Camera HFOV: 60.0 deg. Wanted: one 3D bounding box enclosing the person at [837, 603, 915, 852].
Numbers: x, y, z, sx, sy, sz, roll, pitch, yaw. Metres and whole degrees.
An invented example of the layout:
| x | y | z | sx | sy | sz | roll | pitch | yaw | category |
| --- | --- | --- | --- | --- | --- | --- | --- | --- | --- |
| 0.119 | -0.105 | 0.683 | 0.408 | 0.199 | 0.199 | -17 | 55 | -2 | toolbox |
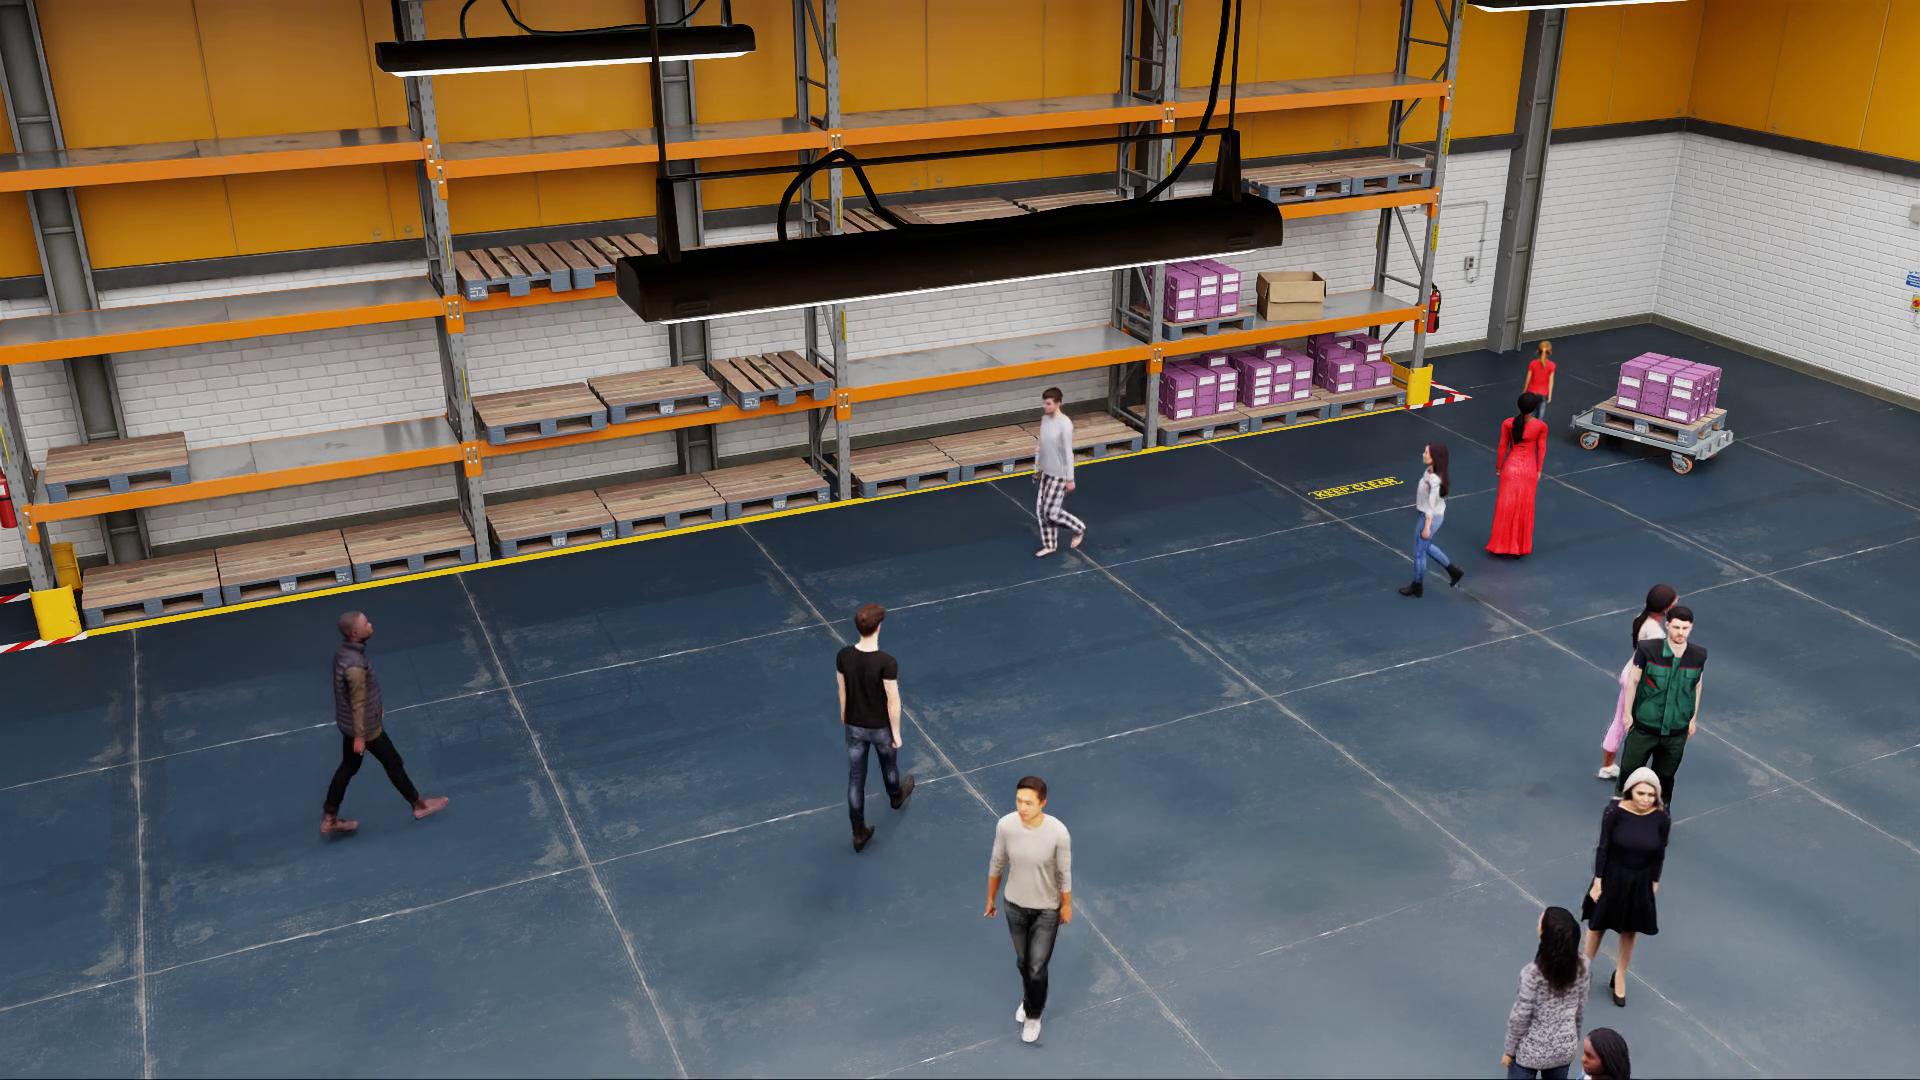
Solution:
| x | y | z | sx | sy | sz | roll | pitch | yaw | category |
| --- | --- | --- | --- | --- | --- | --- | --- | --- | --- |
| -0.699 | 1.406 | 12.145 | 1.145 | 1.864 | 1.191 | 7 | 25 | 16 | person |

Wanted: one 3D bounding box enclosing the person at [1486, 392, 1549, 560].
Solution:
| x | y | z | sx | sy | sz | roll | pitch | yaw | category |
| --- | --- | --- | --- | --- | --- | --- | --- | --- | --- |
| 5.696 | -0.661 | 16.973 | 0.724 | 1.783 | 0.788 | 8 | 25 | 17 | person |

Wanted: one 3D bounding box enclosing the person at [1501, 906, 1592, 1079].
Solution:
| x | y | z | sx | sy | sz | roll | pitch | yaw | category |
| --- | --- | --- | --- | --- | --- | --- | --- | --- | --- |
| 3.217 | 2.781 | 9.167 | 0.509 | 1.730 | 0.699 | -7 | 25 | -15 | person |

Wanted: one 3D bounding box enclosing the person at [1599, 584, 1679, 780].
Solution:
| x | y | z | sx | sy | sz | roll | pitch | yaw | category |
| --- | --- | --- | --- | --- | --- | --- | --- | --- | --- |
| 5.200 | 1.133 | 12.937 | 0.771 | 1.729 | 0.734 | 1 | 24 | 3 | person |

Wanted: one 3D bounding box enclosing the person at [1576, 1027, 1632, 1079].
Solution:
| x | y | z | sx | sy | sz | roll | pitch | yaw | category |
| --- | --- | --- | --- | --- | --- | --- | --- | --- | --- |
| 3.261 | 3.178 | 8.328 | 1.225 | 1.675 | 0.939 | -3 | 24 | -6 | person |

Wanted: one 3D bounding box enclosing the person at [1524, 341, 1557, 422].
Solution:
| x | y | z | sx | sy | sz | roll | pitch | yaw | category |
| --- | --- | --- | --- | --- | --- | --- | --- | --- | --- |
| 6.967 | -1.744 | 20.069 | 0.840 | 1.289 | 0.915 | 9 | 25 | 19 | person |

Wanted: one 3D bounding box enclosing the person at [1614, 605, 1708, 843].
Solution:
| x | y | z | sx | sy | sz | roll | pitch | yaw | category |
| --- | --- | --- | --- | --- | --- | --- | --- | --- | --- |
| 5.149 | 1.339 | 12.250 | 0.713 | 1.901 | 0.823 | 3 | 24 | 8 | person |

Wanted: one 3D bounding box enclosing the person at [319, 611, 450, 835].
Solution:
| x | y | z | sx | sy | sz | roll | pitch | yaw | category |
| --- | --- | --- | --- | --- | --- | --- | --- | --- | --- |
| -4.495 | 1.396 | 12.263 | 1.179 | 1.788 | 0.750 | -12 | 26 | -26 | person |

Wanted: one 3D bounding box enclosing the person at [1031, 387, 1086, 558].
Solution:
| x | y | z | sx | sy | sz | roll | pitch | yaw | category |
| --- | --- | --- | --- | --- | --- | --- | --- | --- | --- |
| 1.052 | -0.700 | 17.003 | 0.781 | 1.831 | 0.692 | -12 | 26 | -26 | person |

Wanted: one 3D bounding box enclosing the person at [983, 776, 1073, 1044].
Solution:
| x | y | z | sx | sy | sz | roll | pitch | yaw | category |
| --- | --- | --- | --- | --- | --- | --- | --- | --- | --- |
| 0.483 | 2.213 | 10.382 | 0.832 | 1.797 | 0.887 | 10 | 26 | 22 | person |

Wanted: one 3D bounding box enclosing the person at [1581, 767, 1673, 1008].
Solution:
| x | y | z | sx | sy | sz | roll | pitch | yaw | category |
| --- | --- | --- | --- | --- | --- | --- | --- | --- | --- |
| 4.190 | 2.189 | 10.507 | 0.690 | 1.741 | 0.776 | 5 | 24 | 10 | person |

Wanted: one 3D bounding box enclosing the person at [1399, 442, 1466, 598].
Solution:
| x | y | z | sx | sy | sz | roll | pitch | yaw | category |
| --- | --- | --- | --- | --- | --- | --- | --- | --- | --- |
| 4.622 | -0.179 | 16.075 | 0.950 | 1.619 | 0.892 | 8 | 25 | 18 | person |
